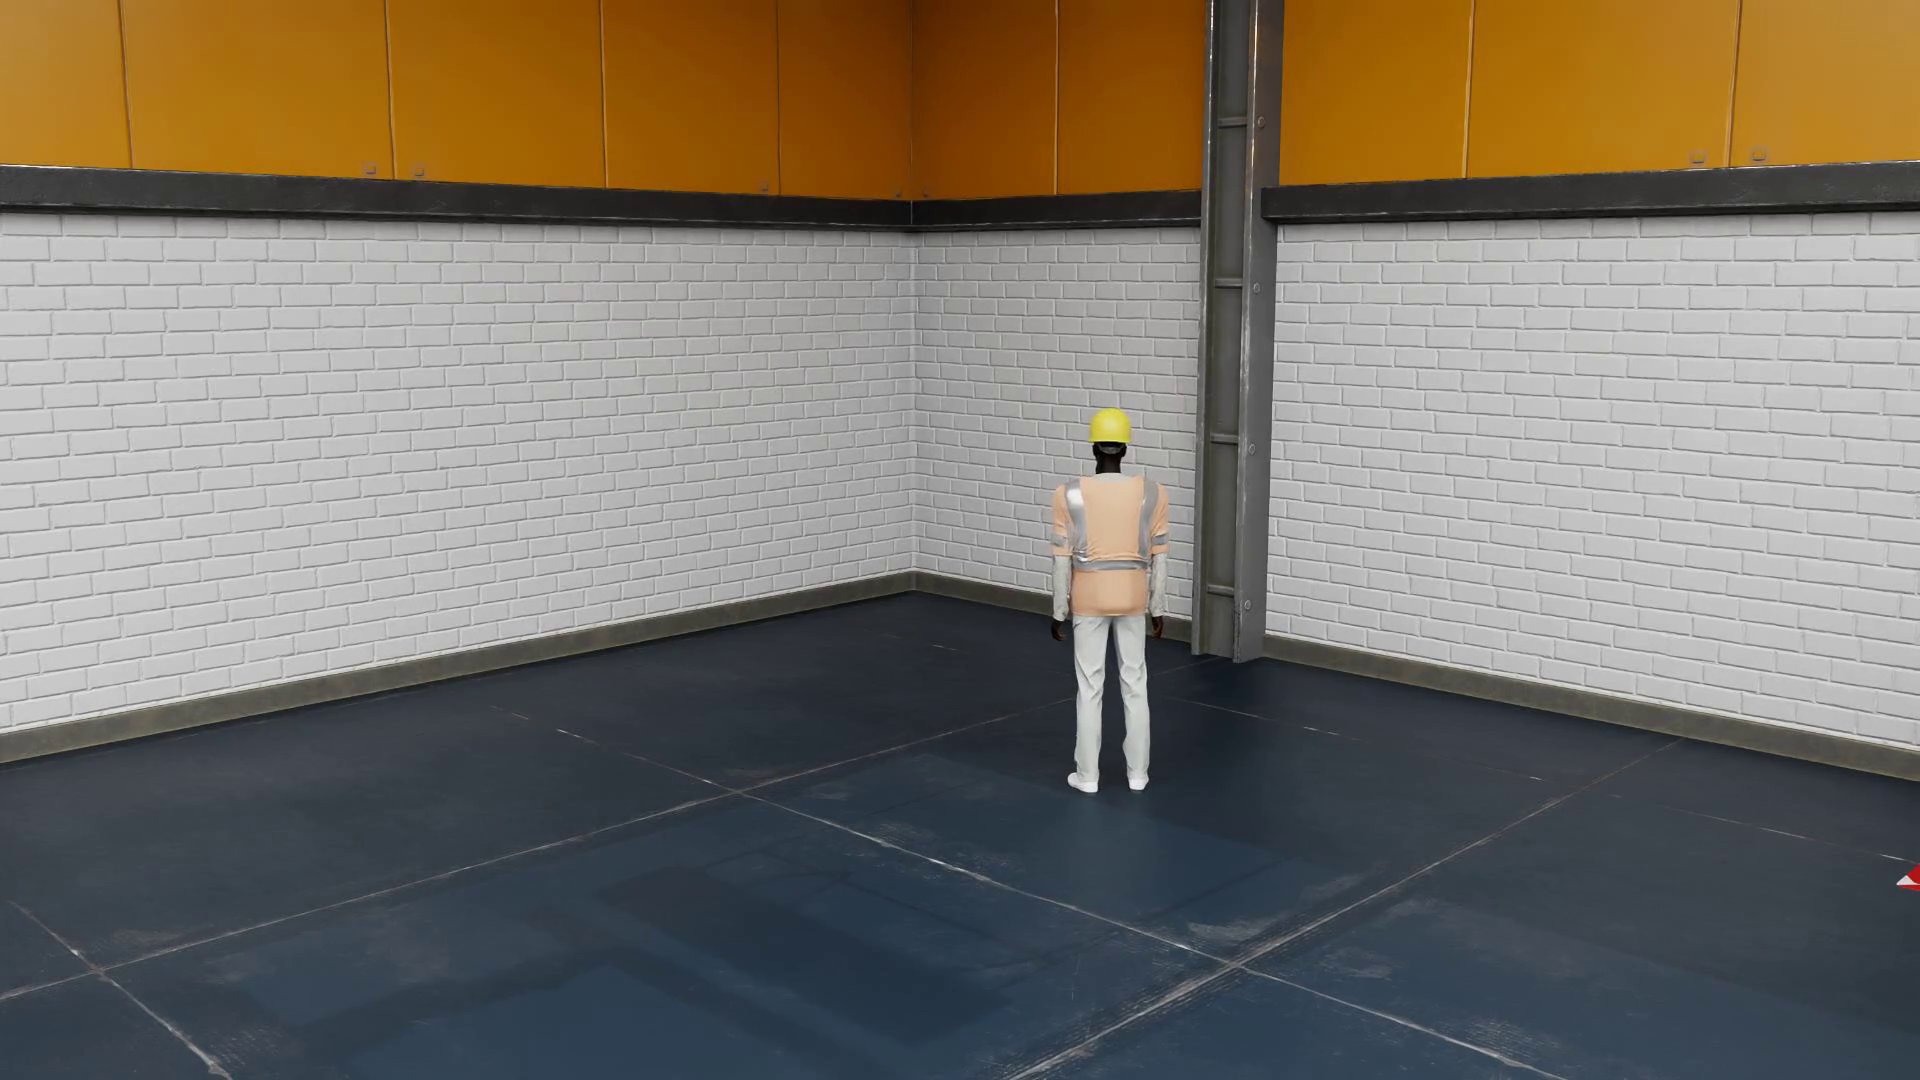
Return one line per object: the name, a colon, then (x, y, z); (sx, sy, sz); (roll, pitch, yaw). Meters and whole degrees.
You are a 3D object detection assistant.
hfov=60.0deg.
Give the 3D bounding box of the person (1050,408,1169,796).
person: (0.731, 0.310, 8.260); (0.590, 1.926, 0.388); (-1, 9, -5)
